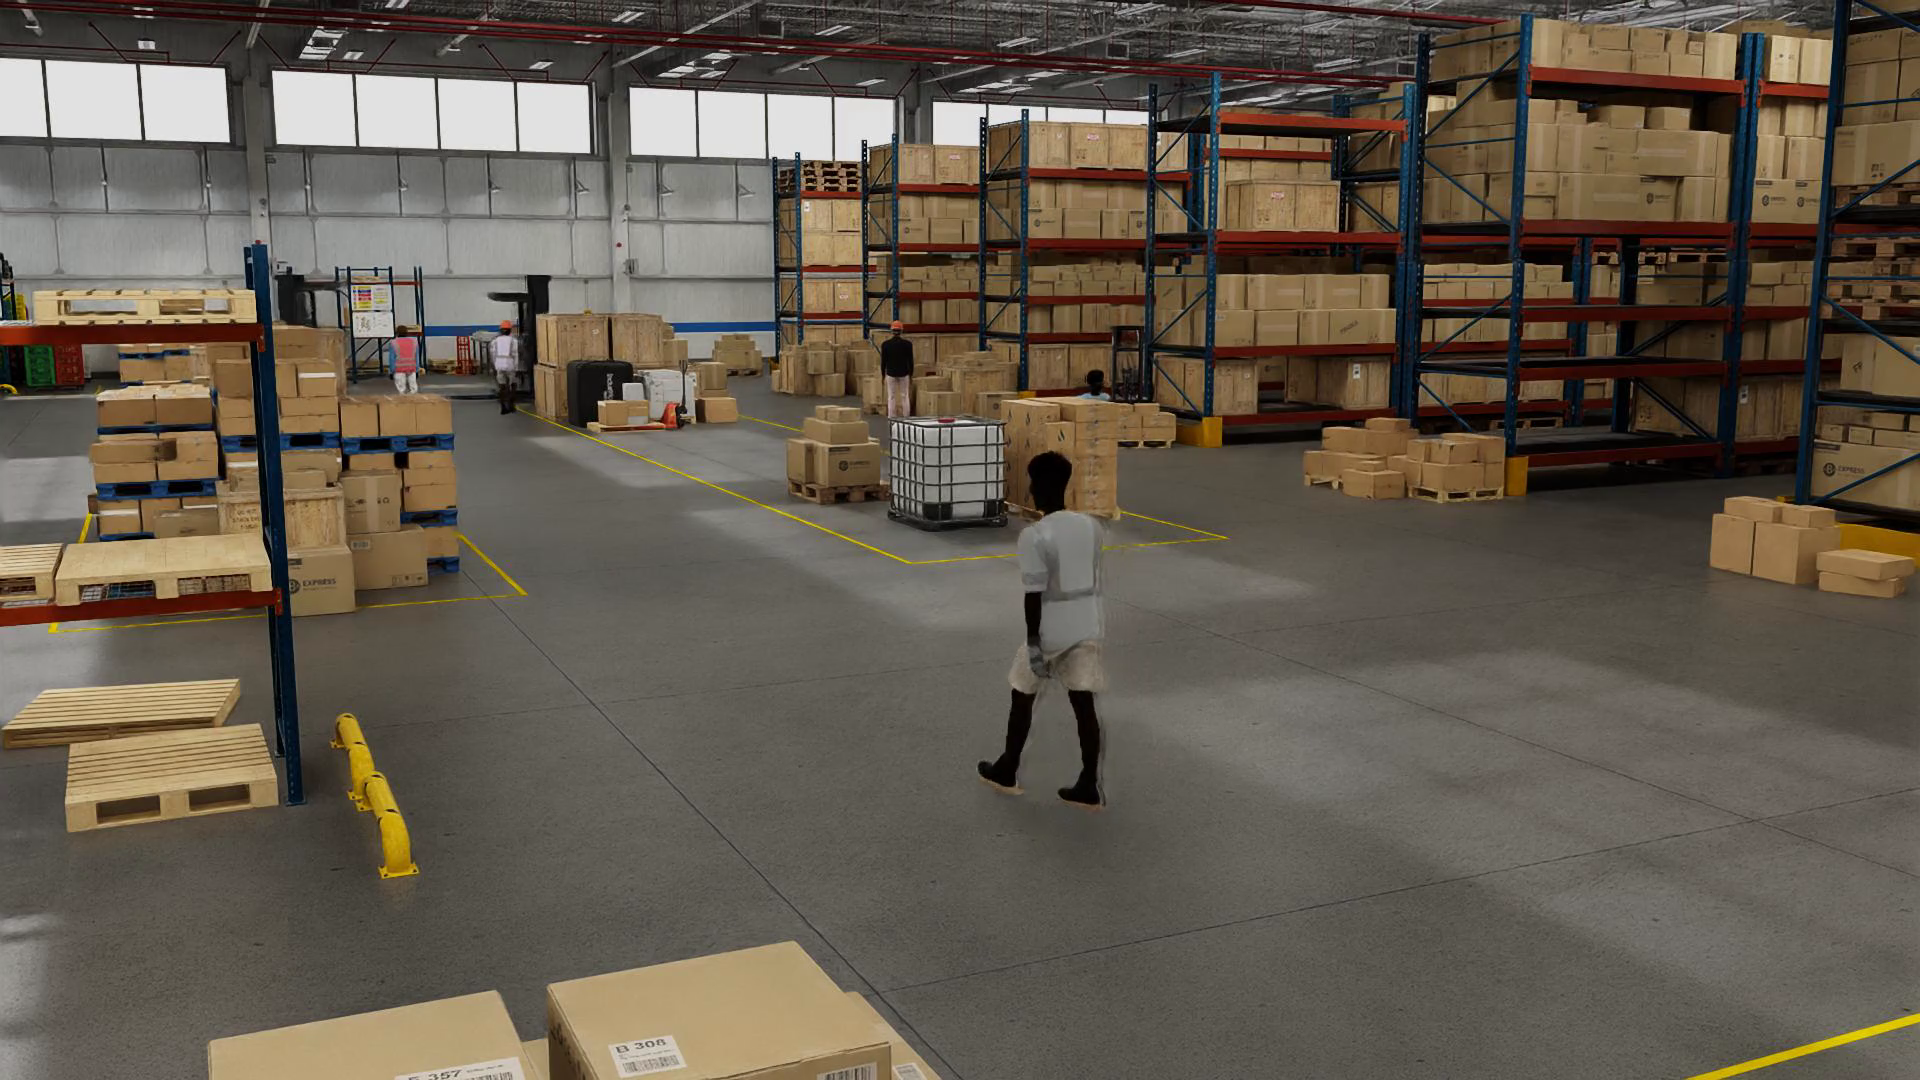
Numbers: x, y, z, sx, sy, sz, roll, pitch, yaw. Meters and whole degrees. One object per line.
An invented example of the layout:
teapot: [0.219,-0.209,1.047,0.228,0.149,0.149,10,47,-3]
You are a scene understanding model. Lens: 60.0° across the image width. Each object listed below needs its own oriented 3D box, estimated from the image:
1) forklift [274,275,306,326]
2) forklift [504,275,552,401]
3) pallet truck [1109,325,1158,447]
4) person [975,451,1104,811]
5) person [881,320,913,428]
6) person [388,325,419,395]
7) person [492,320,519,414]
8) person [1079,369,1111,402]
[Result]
forklift: [-16.199,-5.040,40.358,1.873,2.768,1.129,0,9,2]
forklift: [-9.420,-4.560,37.378,1.873,2.768,1.129,-4,10,-25]
pallet truck: [2.881,-2.596,27.923,0.823,1.965,1.885,-1,9,-7]
person: [0.461,0.476,9.087,0.608,1.927,0.903,-7,11,-36]
person: [-1.172,-3.078,30.920,0.612,1.994,0.394,-1,9,-8]
person: [-11.063,-3.349,33.081,0.621,1.845,0.430,-8,12,-41]
person: [-9.246,-3.521,33.914,0.565,1.912,0.570,0,9,1]
person: [1.685,-1.286,20.762,0.535,1.687,0.359,-6,11,-31]
